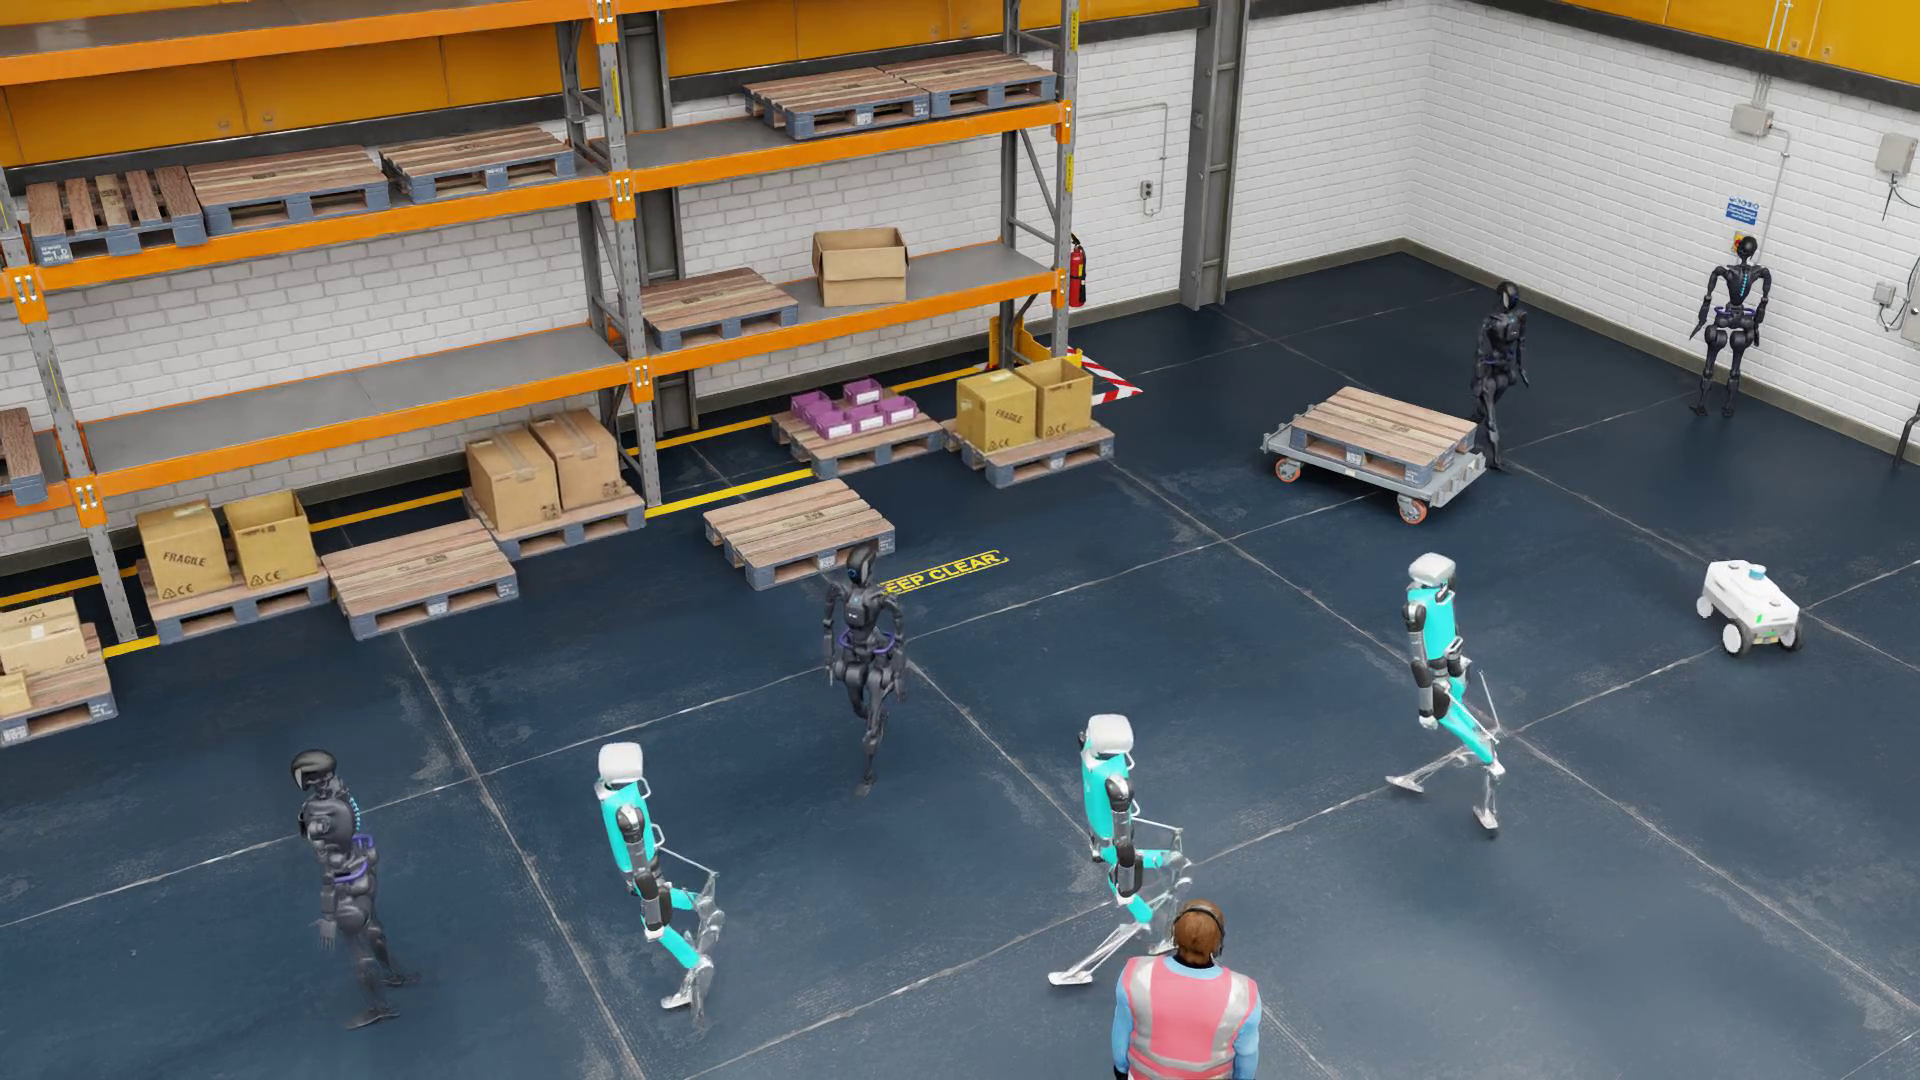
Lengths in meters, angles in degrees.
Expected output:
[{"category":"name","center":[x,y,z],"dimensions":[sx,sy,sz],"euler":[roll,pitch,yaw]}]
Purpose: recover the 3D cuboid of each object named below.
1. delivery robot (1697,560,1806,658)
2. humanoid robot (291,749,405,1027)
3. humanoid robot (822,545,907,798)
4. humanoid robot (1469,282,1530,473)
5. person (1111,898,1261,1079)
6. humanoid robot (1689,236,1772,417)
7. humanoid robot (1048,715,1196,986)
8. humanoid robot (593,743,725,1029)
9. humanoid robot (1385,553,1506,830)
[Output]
[{"category":"delivery robot","center":[5.631,0.450,11.871],"dimensions":[0.499,0.580,0.757],"euler":[-4,30,-8]},{"category":"humanoid robot","center":[-3.116,1.748,8.434],"dimensions":[0.315,1.657,0.599],"euler":[-4,30,-7]},{"category":"humanoid robot","center":[-0.549,0.726,10.296],"dimensions":[0.583,1.635,0.725],"euler":[11,31,18]},{"category":"humanoid robot","center":[4.580,-1.419,14.111],"dimensions":[0.606,1.625,0.810],"euler":[-14,32,-24]},{"category":"person","center":[0.972,2.321,7.282],"dimensions":[0.633,1.833,0.430],"euler":[6,30,10]},{"category":"humanoid robot","center":[6.901,-1.919,14.926],"dimensions":[0.599,1.657,0.315],"euler":[5,30,8]},{"category":"humanoid robot","center":[0.971,1.626,8.645],"dimensions":[1.034,1.750,0.544],"euler":[-8,30,-14]},{"category":"humanoid robot","center":[-1.417,1.787,8.432],"dimensions":[0.708,1.892,0.537],"euler":[-12,31,-20]},{"category":"humanoid robot","center":[3.038,0.967,9.804],"dimensions":[0.980,1.729,0.572],"euler":[20,35,31]}]
